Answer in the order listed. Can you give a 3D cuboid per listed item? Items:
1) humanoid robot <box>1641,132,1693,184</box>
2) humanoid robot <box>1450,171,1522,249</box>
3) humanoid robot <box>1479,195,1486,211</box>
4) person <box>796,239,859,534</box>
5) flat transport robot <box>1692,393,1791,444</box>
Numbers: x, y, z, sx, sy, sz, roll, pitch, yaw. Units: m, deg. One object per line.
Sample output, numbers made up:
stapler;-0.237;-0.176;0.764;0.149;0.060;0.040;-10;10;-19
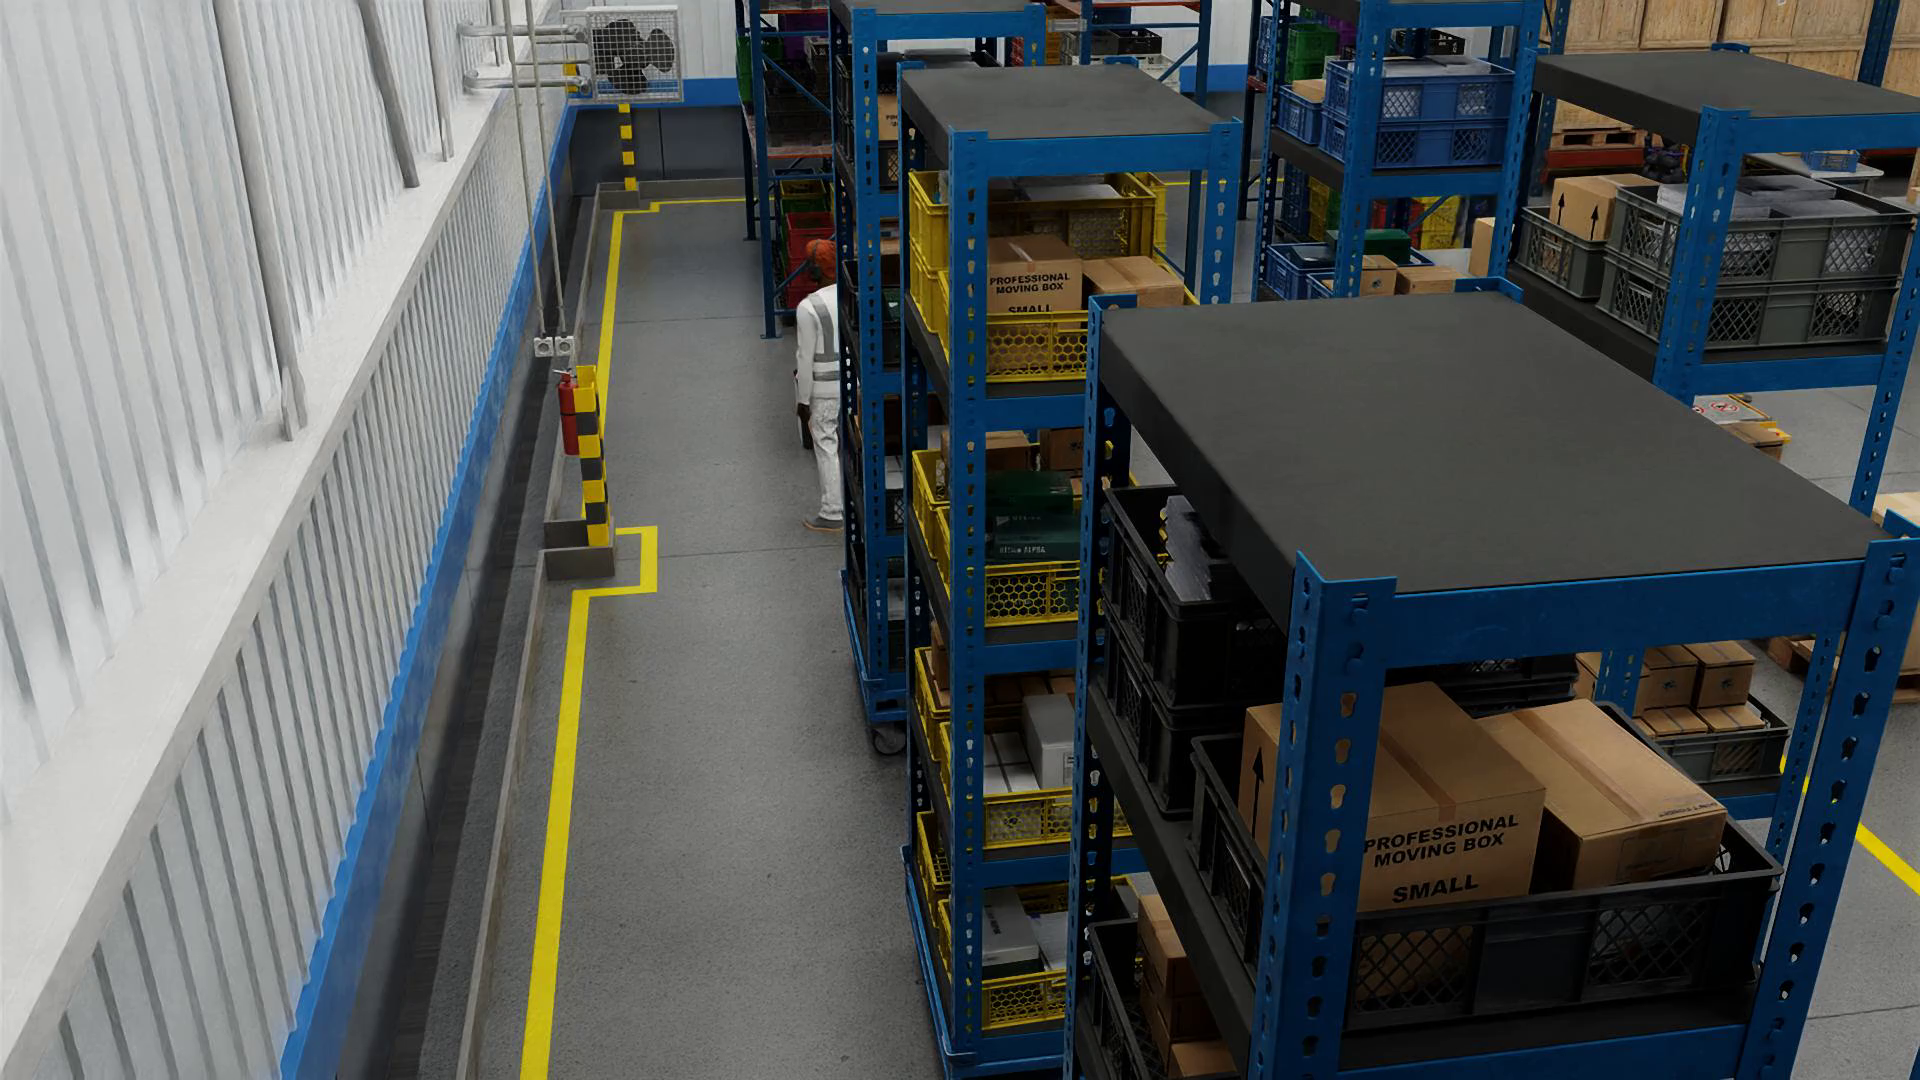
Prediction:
humanoid robot;7.114;-3.749;16.746;0.331;1.657;0.585;-18;30;-34
humanoid robot;4.641;-2.720;14.576;0.593;1.614;0.774;20;31;37
humanoid robot;5.142;-3.532;16.281;0.325;1.655;0.562;7;26;15
person;-0.806;-0.966;10.482;0.345;1.876;0.568;17;30;32
flat transport robot;5.224;-0.859;12.132;1.431;0.197;0.652;-4;25;-8
